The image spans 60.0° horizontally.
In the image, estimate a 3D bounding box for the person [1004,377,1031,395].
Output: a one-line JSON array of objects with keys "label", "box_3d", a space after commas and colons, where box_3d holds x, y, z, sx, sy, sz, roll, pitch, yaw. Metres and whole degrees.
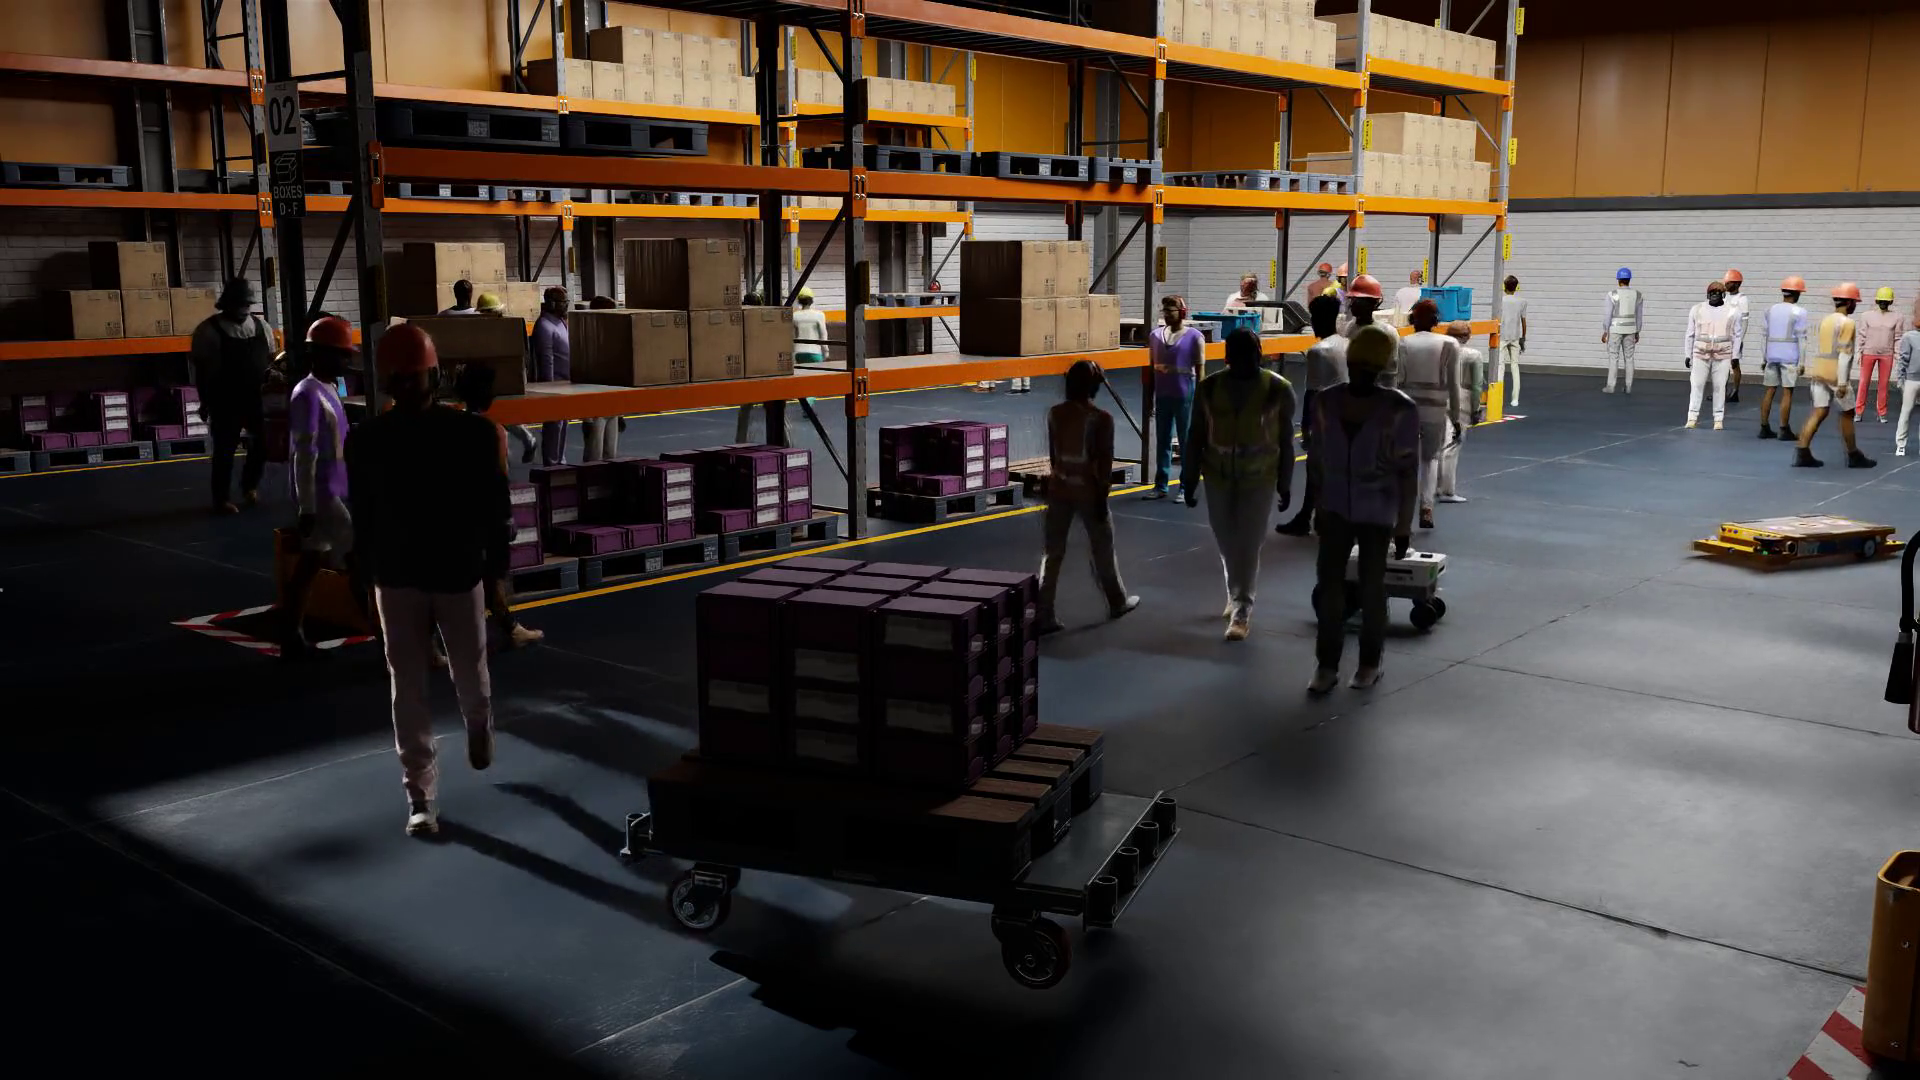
[{"label": "person", "box_3d": [0.876, -3.137, 25.605, 0.403, 1.826, 0.599, 5, 11, 27]}]

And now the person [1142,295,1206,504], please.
[{"label": "person", "box_3d": [1.919, -1.248, 14.766, 0.564, 1.846, 0.390, 9, 13, 41]}]

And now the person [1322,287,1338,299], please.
[{"label": "person", "box_3d": [4.900, -2.506, 22.249, 0.484, 1.736, 0.308, -5, 11, -28]}]

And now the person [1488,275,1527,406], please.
[{"label": "person", "box_3d": [7.828, -2.842, 23.778, 0.526, 1.869, 0.315, 0, 10, 2]}]

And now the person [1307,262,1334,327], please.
[{"label": "person", "box_3d": [6.714, -4.127, 30.741, 0.615, 1.995, 0.387, 7, 12, 34]}]

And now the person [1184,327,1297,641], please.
[{"label": "person", "box_3d": [1.655, -0.362, 9.874, 0.635, 1.805, 0.878, 4, 11, 22]}]

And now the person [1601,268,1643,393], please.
[{"label": "person", "box_3d": [10.300, -3.253, 25.897, 0.618, 1.944, 0.396, -1, 10, -4]}]

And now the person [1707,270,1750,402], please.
[{"label": "person", "box_3d": [11.294, -2.985, 24.396, 0.373, 1.939, 0.545, -2, 10, -11]}]

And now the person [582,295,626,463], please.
[{"label": "person", "box_3d": [-2.853, -1.002, 13.267, 0.354, 1.881, 0.576, 3, 10, 18]}]

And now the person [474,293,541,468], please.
[{"label": "person", "box_3d": [-4.669, -1.626, 17.036, 0.547, 1.809, 0.614, -9, 13, -41]}]

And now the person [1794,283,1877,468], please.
[{"label": "person", "box_3d": [9.010, -1.674, 17.056, 0.822, 1.901, 0.565, -1, 10, -4]}]

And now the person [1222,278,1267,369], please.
[{"label": "person", "box_3d": [3.446, -2.194, 20.017, 0.398, 1.899, 0.635, -9, 13, -41]}]

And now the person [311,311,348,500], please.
[{"label": "person", "box_3d": [-5.651, -1.196, 14.887, 0.318, 1.700, 0.535, -6, 11, -29]}]

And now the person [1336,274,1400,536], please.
[{"label": "person", "box_3d": [3.140, -1.053, 13.085, 0.370, 2.048, 0.605, -8, 13, -39]}]

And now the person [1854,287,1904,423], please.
[{"label": "person", "box_3d": [11.886, -2.389, 21.518, 0.524, 1.760, 0.326, 4, 11, 21]}]

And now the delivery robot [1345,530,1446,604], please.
[{"label": "delivery robot", "box_3d": [2.560, 0.176, 10.063, 0.707, 0.478, 0.477, 5, 11, 27]}]

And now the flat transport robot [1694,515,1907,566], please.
[{"label": "flat transport robot", "box_3d": [6.177, -0.012, 12.212, 1.431, 0.197, 0.652, -4, 11, -24]}]

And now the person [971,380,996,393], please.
[{"label": "person", "box_3d": [0.393, -3.267, 26.043, 0.367, 1.934, 0.630, 5, 11, 28]}]

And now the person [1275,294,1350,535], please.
[{"label": "person", "box_3d": [2.887, -0.921, 12.743, 0.985, 1.917, 0.612, 9, 13, 41]}]

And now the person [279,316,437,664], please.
[{"label": "person", "box_3d": [-3.304, -0.251, 9.002, 0.926, 1.884, 0.538, -3, 10, -14]}]

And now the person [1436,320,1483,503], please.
[{"label": "person", "box_3d": [4.415, -1.149, 14.875, 0.537, 1.612, 0.517, -9, 13, -41]}]

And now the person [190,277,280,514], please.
[{"label": "person", "box_3d": [-6.159, -1.252, 14.237, 0.564, 2.000, 0.697, 8, 13, 39]}]

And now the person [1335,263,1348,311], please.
[{"label": "person", "box_3d": [5.409, -2.872, 23.450, 0.605, 2.045, 0.377, -2, 10, -12]}]

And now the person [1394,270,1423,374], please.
[{"label": "person", "box_3d": [7.319, -3.389, 26.786, 0.651, 1.906, 0.403, 9, 13, 41]}]

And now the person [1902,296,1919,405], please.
[{"label": "person", "box_3d": [13.789, -2.842, 23.721, 0.492, 1.890, 0.651, 1, 10, 4]}]

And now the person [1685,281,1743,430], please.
[{"label": "person", "box_3d": [9.377, -2.295, 20.740, 0.634, 1.841, 0.429, 5, 11, 25]}]

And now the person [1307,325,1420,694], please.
[{"label": "person", "box_3d": [2.016, -0.140, 8.353, 0.601, 1.878, 0.711, 6, 12, 32]}]

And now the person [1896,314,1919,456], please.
[{"label": "person", "box_3d": [10.414, -1.709, 17.996, 0.508, 1.631, 0.264, 2, 10, 13]}]

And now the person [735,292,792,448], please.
[{"label": "person", "box_3d": [-2.015, -1.578, 16.734, 0.540, 1.823, 0.971, 8, 13, 39]}]

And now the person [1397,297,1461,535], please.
[{"label": "person", "box_3d": [3.621, -0.969, 13.124, 0.635, 1.865, 0.447, 2, 10, 10]}]

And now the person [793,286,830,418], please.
[{"label": "person", "box_3d": [-2.001, -2.466, 21.947, 0.573, 1.755, 0.523, 3, 10, 17]}]

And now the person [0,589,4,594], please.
[{"label": "person", "box_3d": [-6.495, -0.421, 10.716, 0.622, 1.607, 0.522, -6, 12, -31]}]

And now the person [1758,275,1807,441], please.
[{"label": "person", "box_3d": [9.702, -2.135, 19.561, 0.377, 1.933, 0.551, -5, 11, -28]}]

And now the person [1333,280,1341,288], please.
[{"label": "person", "box_3d": [5.535, -2.957, 24.601, 0.627, 1.808, 0.579, -5, 11, -24]}]

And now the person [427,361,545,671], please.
[{"label": "person", "box_3d": [-2.686, -0.140, 9.047, 0.540, 1.641, 0.883, 9, 13, 40]}]

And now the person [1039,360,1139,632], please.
[{"label": "person", "box_3d": [0.735, -0.268, 9.889, 0.523, 1.589, 0.858, 8, 13, 40]}]

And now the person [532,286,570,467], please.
[{"label": "person", "box_3d": [-3.796, -1.443, 15.729, 0.401, 1.903, 0.642, 0, 10, 1]}]

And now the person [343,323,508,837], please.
[{"label": "person", "box_3d": [-2.098, 0.121, 6.614, 0.605, 1.973, 0.774, -2, 10, -12]}]

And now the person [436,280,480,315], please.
[{"label": "person", "box_3d": [-5.303, -1.823, 17.839, 0.597, 1.916, 0.371, 0, 10, 0]}]

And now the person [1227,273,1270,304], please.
[{"label": "person", "box_3d": [4.100, -2.839, 23.705, 0.629, 1.891, 1.033, 2, 10, 10]}]
